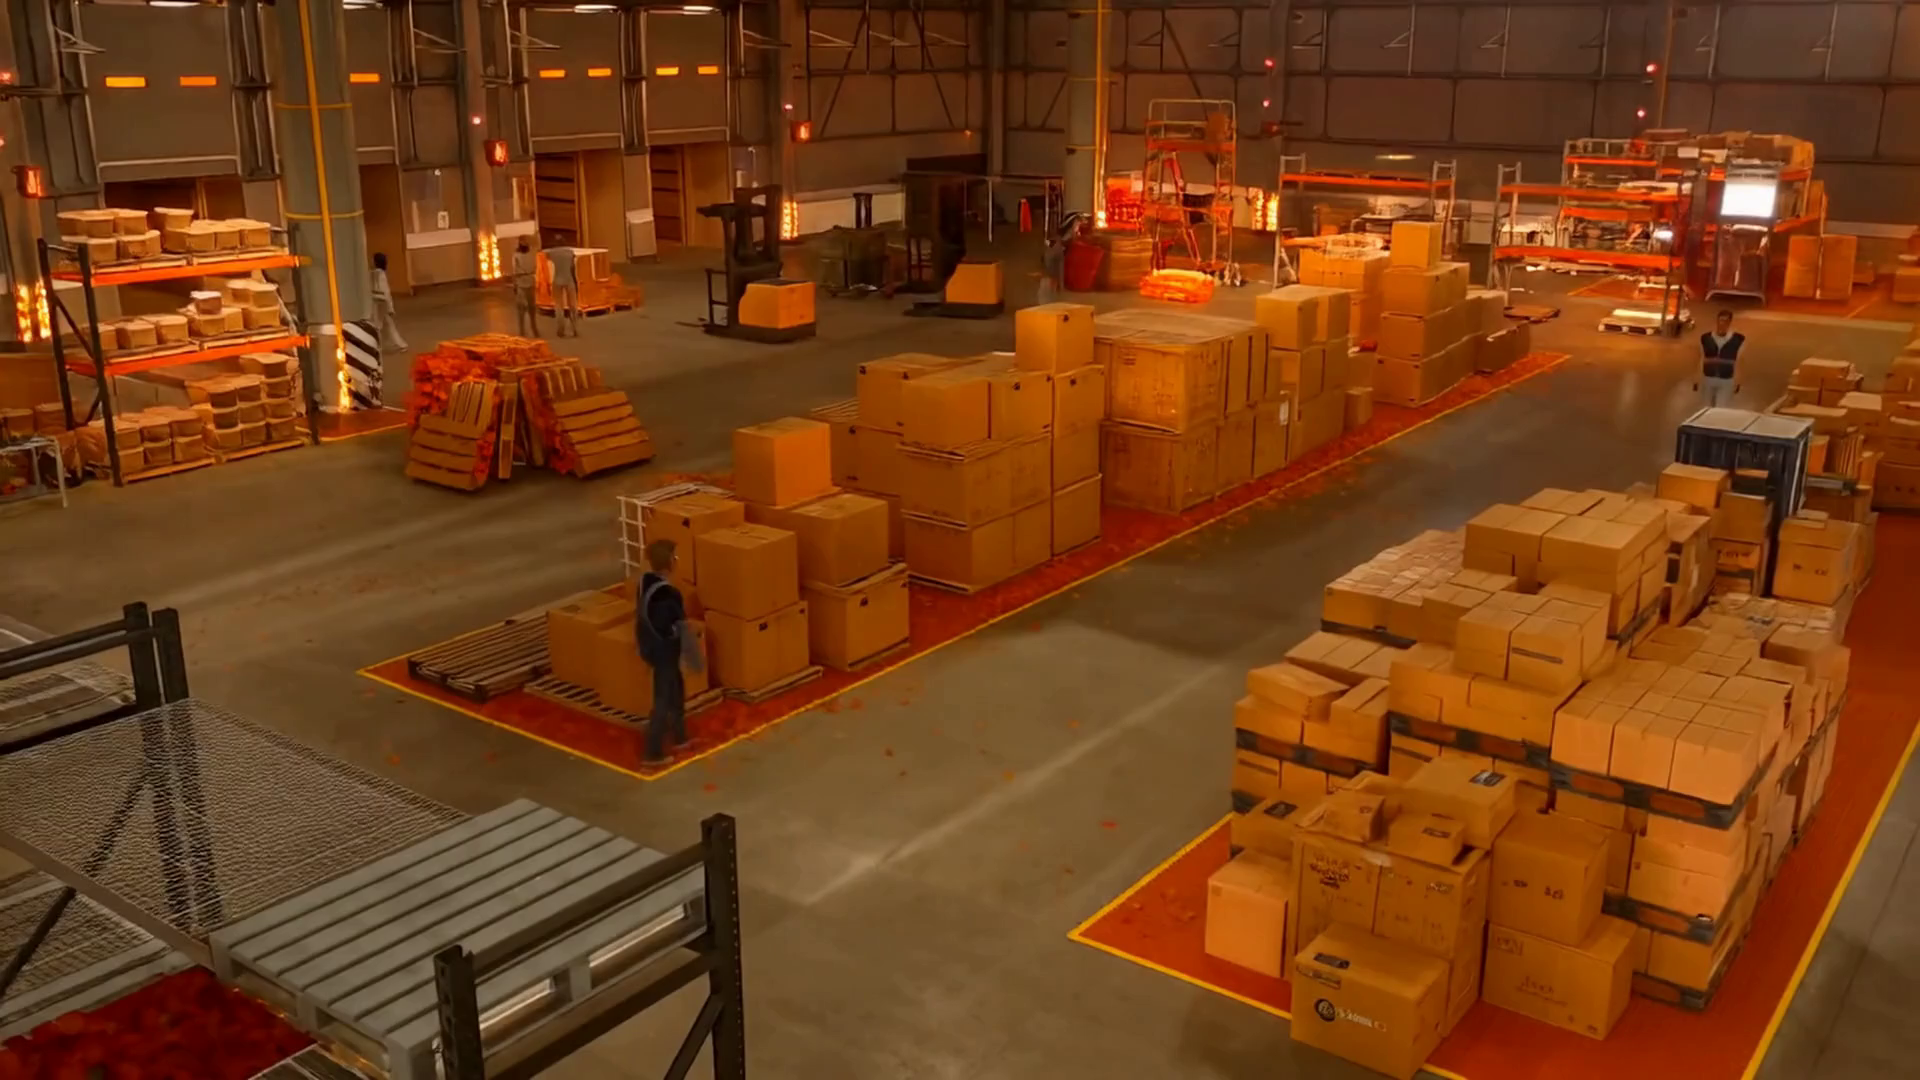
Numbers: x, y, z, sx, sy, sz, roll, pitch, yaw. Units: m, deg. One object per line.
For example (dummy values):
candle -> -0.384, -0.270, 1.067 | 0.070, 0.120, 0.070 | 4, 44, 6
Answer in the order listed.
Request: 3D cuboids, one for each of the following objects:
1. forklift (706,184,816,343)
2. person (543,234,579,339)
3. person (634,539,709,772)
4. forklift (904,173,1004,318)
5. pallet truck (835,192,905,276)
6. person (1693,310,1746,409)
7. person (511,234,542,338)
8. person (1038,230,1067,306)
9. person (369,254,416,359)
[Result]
forklift -> -3.717, -5.181, 30.929 | 1.873, 2.768, 1.129 | 12, 21, 35
person -> -7.416, -4.720, 31.014 | 0.629, 1.937, 0.379 | -7, 18, -21
person -> -2.175, 0.863, 12.714 | 0.705, 1.818, 0.514 | -13, 21, -36
forklift -> -0.098, -5.952, 33.483 | 1.873, 2.768, 1.129 | 3, 17, 10
pallet truck -> -1.936, -7.159, 38.982 | 1.885, 1.965, 0.823 | -12, 21, -34
person -> 10.325, -2.188, 22.674 | 0.627, 1.904, 0.454 | 10, 19, 30
person -> -8.110, -4.767, 31.176 | 0.547, 1.930, 0.382 | -13, 21, -36
person -> 1.703, -4.994, 31.980 | 1.022, 1.892, 0.646 | -10, 19, -29
person -> -10.050, -4.075, 29.064 | 0.995, 1.822, 0.598 | -13, 21, -37
